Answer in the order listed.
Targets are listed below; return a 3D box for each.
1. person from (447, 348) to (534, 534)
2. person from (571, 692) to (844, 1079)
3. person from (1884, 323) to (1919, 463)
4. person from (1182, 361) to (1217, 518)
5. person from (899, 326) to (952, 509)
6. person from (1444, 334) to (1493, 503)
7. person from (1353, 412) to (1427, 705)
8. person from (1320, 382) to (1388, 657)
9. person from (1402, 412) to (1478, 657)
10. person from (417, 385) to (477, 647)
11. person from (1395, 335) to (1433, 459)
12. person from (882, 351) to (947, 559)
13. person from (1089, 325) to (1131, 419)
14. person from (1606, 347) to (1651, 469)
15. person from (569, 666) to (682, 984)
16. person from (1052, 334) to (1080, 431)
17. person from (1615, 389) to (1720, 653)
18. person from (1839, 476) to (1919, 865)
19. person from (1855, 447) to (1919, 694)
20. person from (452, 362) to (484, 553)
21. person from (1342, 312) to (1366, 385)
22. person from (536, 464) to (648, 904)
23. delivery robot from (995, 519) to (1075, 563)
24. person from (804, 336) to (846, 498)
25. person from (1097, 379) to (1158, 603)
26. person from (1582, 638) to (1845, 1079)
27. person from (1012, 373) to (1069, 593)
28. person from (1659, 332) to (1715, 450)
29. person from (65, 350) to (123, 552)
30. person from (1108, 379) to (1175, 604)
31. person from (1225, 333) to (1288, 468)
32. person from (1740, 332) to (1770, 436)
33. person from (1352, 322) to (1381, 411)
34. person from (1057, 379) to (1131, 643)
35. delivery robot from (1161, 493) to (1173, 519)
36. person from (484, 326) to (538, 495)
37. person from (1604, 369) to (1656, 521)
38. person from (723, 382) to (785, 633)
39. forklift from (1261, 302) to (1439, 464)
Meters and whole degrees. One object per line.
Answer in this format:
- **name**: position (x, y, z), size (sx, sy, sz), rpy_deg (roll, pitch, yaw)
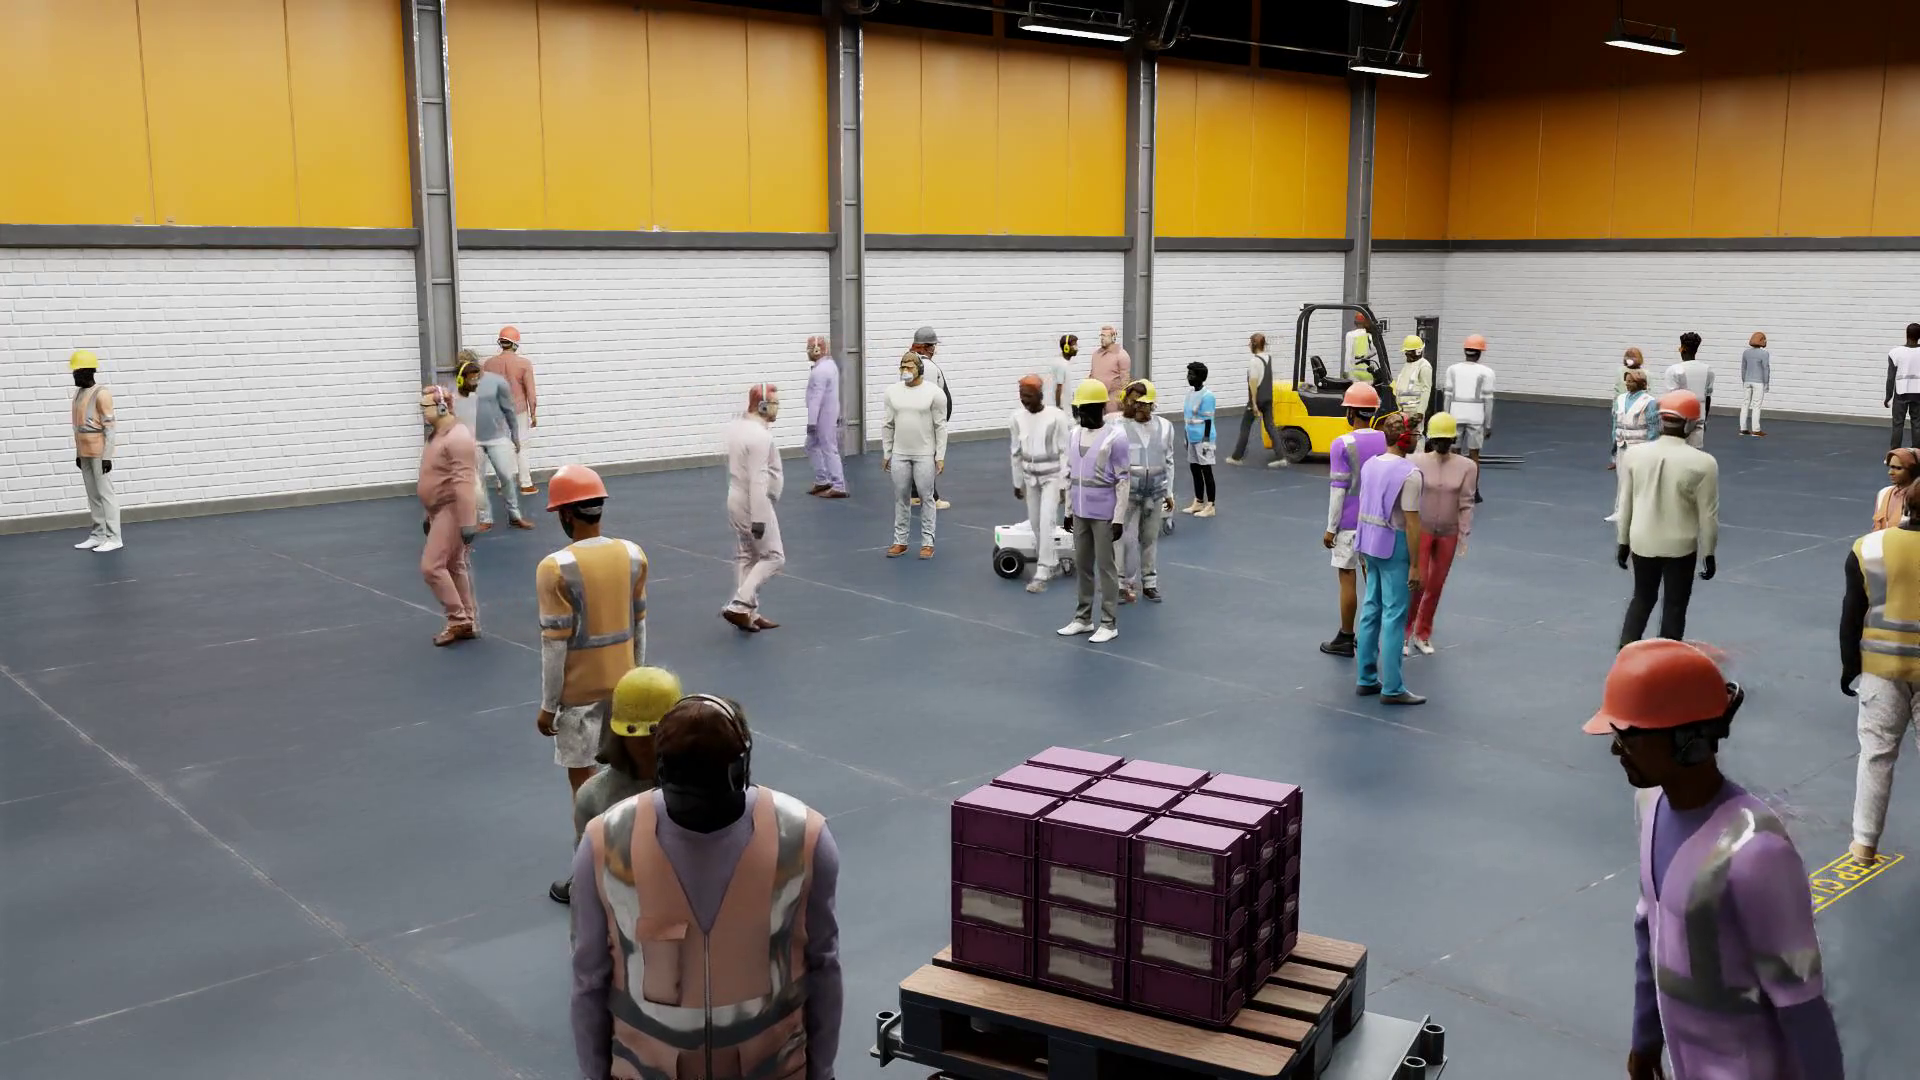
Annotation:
- **person**: position (-4.806, -1.009, 16.930), size (0.760, 1.897, 0.487), rpy_deg (-2, 10, -9)
- **person**: position (-0.579, 1.248, 3.871), size (0.627, 1.840, 0.429), rpy_deg (-1, 10, -8)
- **person**: position (12.758, -1.951, 22.364), size (0.592, 1.920, 0.392), rpy_deg (2, 10, 14)
- **person**: position (2.588, -1.085, 17.976), size (0.326, 1.685, 0.537), rpy_deg (-3, 10, -17)
- **person**: position (-0.355, -1.374, 18.628), size (0.536, 2.000, 0.674), rpy_deg (-5, 11, -27)
- **person**: position (5.801, -1.382, 18.986), size (0.548, 1.936, 0.376), rpy_deg (6, 12, 33)
- **person**: position (2.701, 0.113, 10.494), size (0.389, 1.845, 0.564), rpy_deg (-3, 10, -20)
- **person**: position (2.792, -0.141, 11.716), size (0.545, 1.938, 0.360), rpy_deg (-5, 11, -27)
- **person**: position (3.340, -0.034, 11.670), size (0.521, 1.733, 0.547), rpy_deg (0, 10, 1)
- **person**: position (-3.747, -0.168, 12.005), size (0.501, 1.888, 0.679), rpy_deg (-6, 11, -30)
- **person**: position (5.713, -1.676, 21.033), size (0.403, 1.823, 0.586), rpy_deg (-2, 10, -12)
- **person**: position (-0.430, -0.786, 15.483), size (0.634, 1.937, 0.355), rpy_deg (3, 10, 19)
- **person**: position (1.918, -1.850, 21.799), size (0.407, 1.913, 0.641), rpy_deg (-9, 13, -43)
- **person**: position (8.787, -1.716, 21.821), size (0.290, 1.633, 0.504), rpy_deg (-7, 12, -37)
- **person**: position (-0.849, 1.178, 4.696), size (0.486, 1.691, 0.879), rpy_deg (2, 10, 9)
- **person**: position (1.366, -1.632, 20.727), size (0.634, 1.849, 0.527), rpy_deg (1, 10, 6)
- **person**: position (4.500, 0.029, 10.595), size (0.439, 1.977, 0.633), rpy_deg (-9, 13, -42)
- **person**: position (4.373, 0.605, 7.625), size (0.625, 1.843, 0.430), rpy_deg (6, 12, 33)
- **person**: position (5.920, 0.228, 10.459), size (0.318, 1.631, 0.513), rpy_deg (-2, 10, -9)
- **person**: position (-4.713, -0.771, 15.728), size (0.487, 1.835, 0.575), rpy_deg (3, 10, 19)
- **person**: position (6.666, -2.857, 27.770), size (0.586, 1.882, 0.342), rpy_deg (-3, 10, -17)
- **person**: position (-1.608, 0.630, 7.225), size (0.368, 1.929, 0.542), rpy_deg (8, 13, 39)
- **delivery robot**: position (0.665, -0.006, 14.688), size (0.707, 0.478, 0.477), rpy_deg (0, 10, 1)
- **person**: position (-1.619, -1.425, 19.354), size (0.647, 1.882, 0.687), rpy_deg (1, 10, 3)
- **person**: position (1.364, -0.408, 13.617), size (0.608, 1.829, 0.466), rpy_deg (7, 12, 34)
- **person**: position (1.835, 1.197, 3.838), size (1.066, 1.971, 0.650), rpy_deg (1, 10, 4)
- **person**: position (0.707, -0.500, 14.144), size (0.610, 1.858, 0.694), rpy_deg (7, 12, 37)
- **person**: position (8.201, -1.367, 18.810), size (0.607, 1.966, 0.367), rpy_deg (-3, 10, -15)
- **person**: position (-8.283, -0.848, 15.880), size (0.594, 1.925, 0.370), rpy_deg (7, 12, 36)
- **person**: position (1.464, -0.393, 13.504), size (0.592, 1.828, 0.404), rpy_deg (-2, 10, -10)
- **person**: position (4.005, -1.849, 22.152), size (0.515, 1.803, 0.932), rpy_deg (-7, 12, -37)
- **person**: position (12.489, -2.450, 26.113), size (0.282, 1.636, 0.500), rpy_deg (-4, 11, -23)
- **person**: position (6.543, -2.599, 26.445), size (0.762, 1.811, 0.659), rpy_deg (-6, 11, -30)
- **person**: position (0.970, -0.214, 12.170), size (0.371, 1.925, 0.595), rpy_deg (-8, 13, -39)
- **delivery robot**: position (1.809, -0.354, 16.704), size (0.707, 0.478, 0.477), rpy_deg (-7, 12, -39)
- **person**: position (-5.285, -1.519, 19.614), size (0.623, 1.992, 0.392), rpy_deg (1, 10, 6)
- **person**: position (7.059, -0.974, 17.460), size (0.310, 1.638, 0.523), rpy_deg (-5, 11, -25)
- **person**: position (-1.513, -0.227, 12.369), size (0.414, 1.887, 0.688), rpy_deg (-4, 10, -22)
- **forklift**: position (5.320, -2.157, 22.763), size (2.313, 2.155, 1.214), rpy_deg (3, 10, 16)
